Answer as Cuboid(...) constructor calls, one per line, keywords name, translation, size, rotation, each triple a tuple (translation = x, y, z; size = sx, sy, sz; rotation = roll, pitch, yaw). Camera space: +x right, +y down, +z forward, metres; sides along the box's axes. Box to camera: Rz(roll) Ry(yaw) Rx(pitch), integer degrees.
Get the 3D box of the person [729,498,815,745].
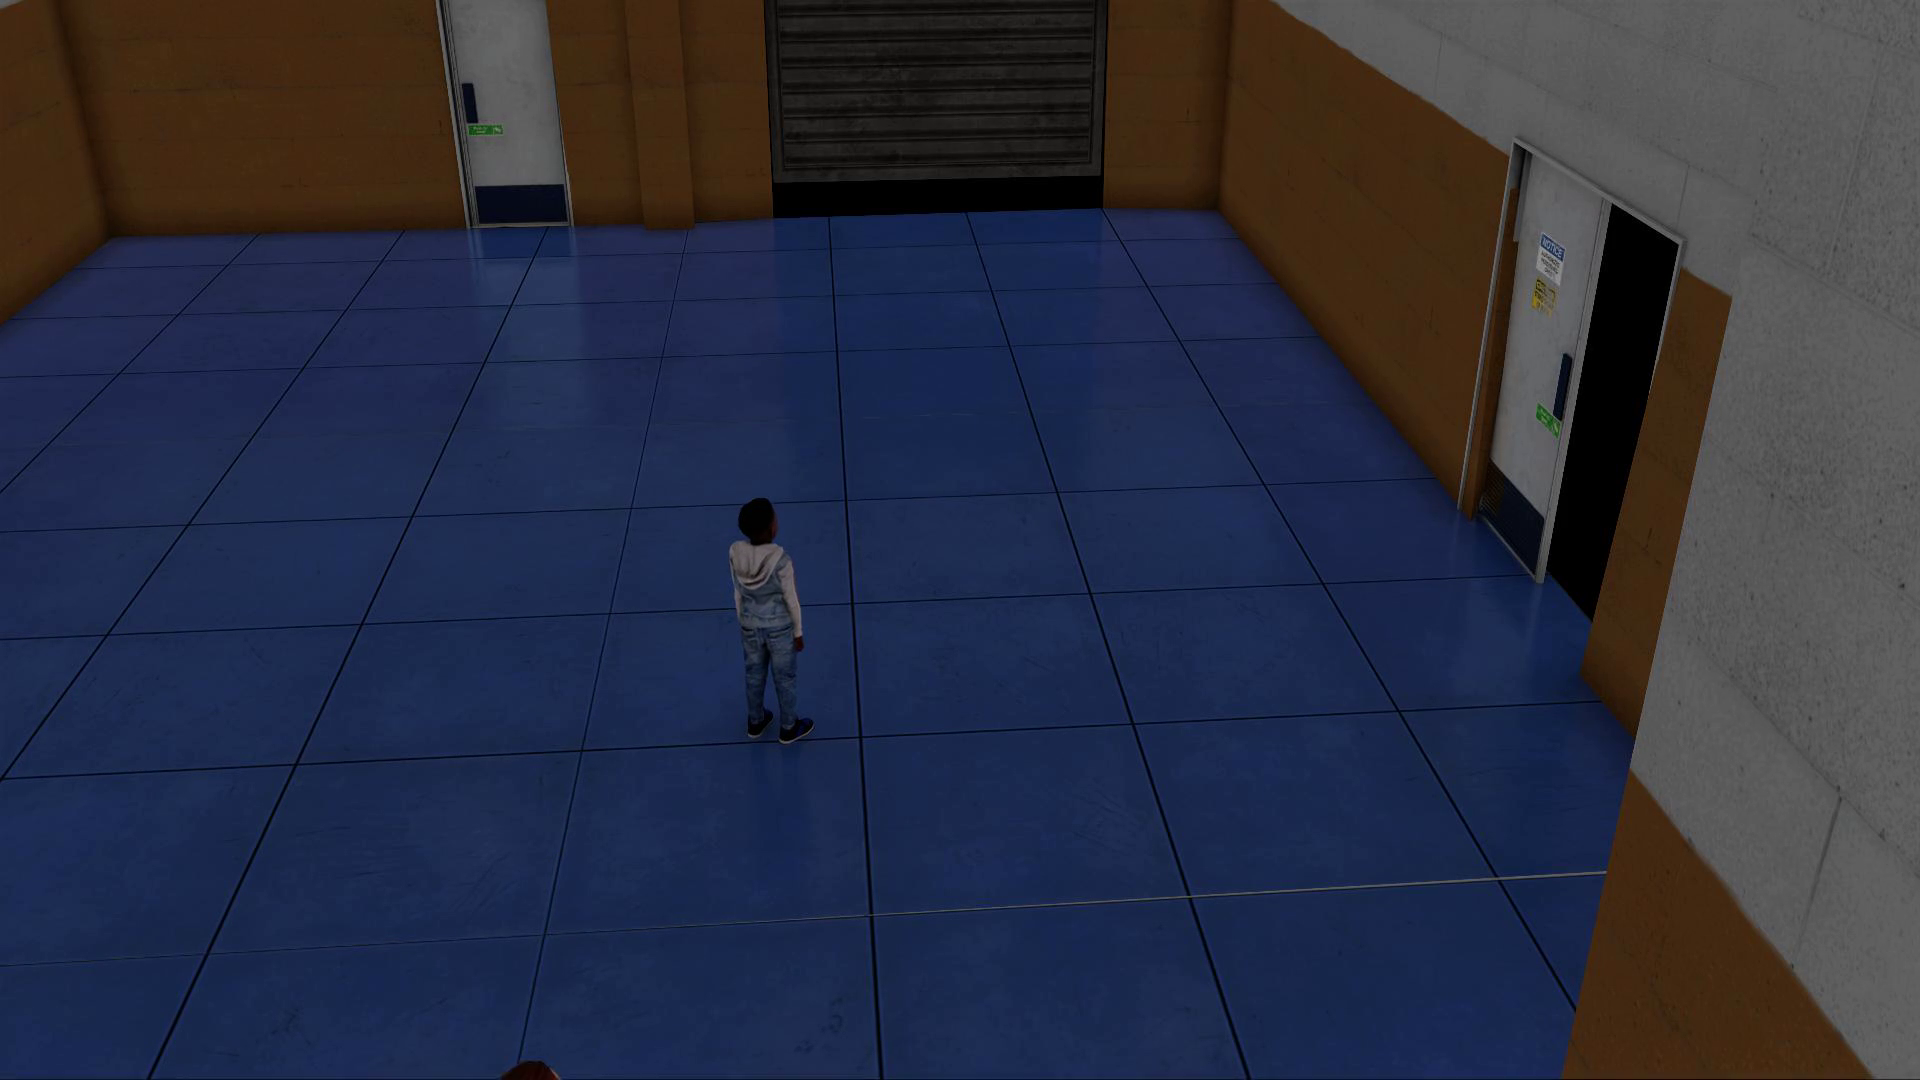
Cuboid(name="person", translation=(-0.905, 0.378, 7.784), size=(0.538, 1.261, 0.619), rotation=(10, 29, 19))
